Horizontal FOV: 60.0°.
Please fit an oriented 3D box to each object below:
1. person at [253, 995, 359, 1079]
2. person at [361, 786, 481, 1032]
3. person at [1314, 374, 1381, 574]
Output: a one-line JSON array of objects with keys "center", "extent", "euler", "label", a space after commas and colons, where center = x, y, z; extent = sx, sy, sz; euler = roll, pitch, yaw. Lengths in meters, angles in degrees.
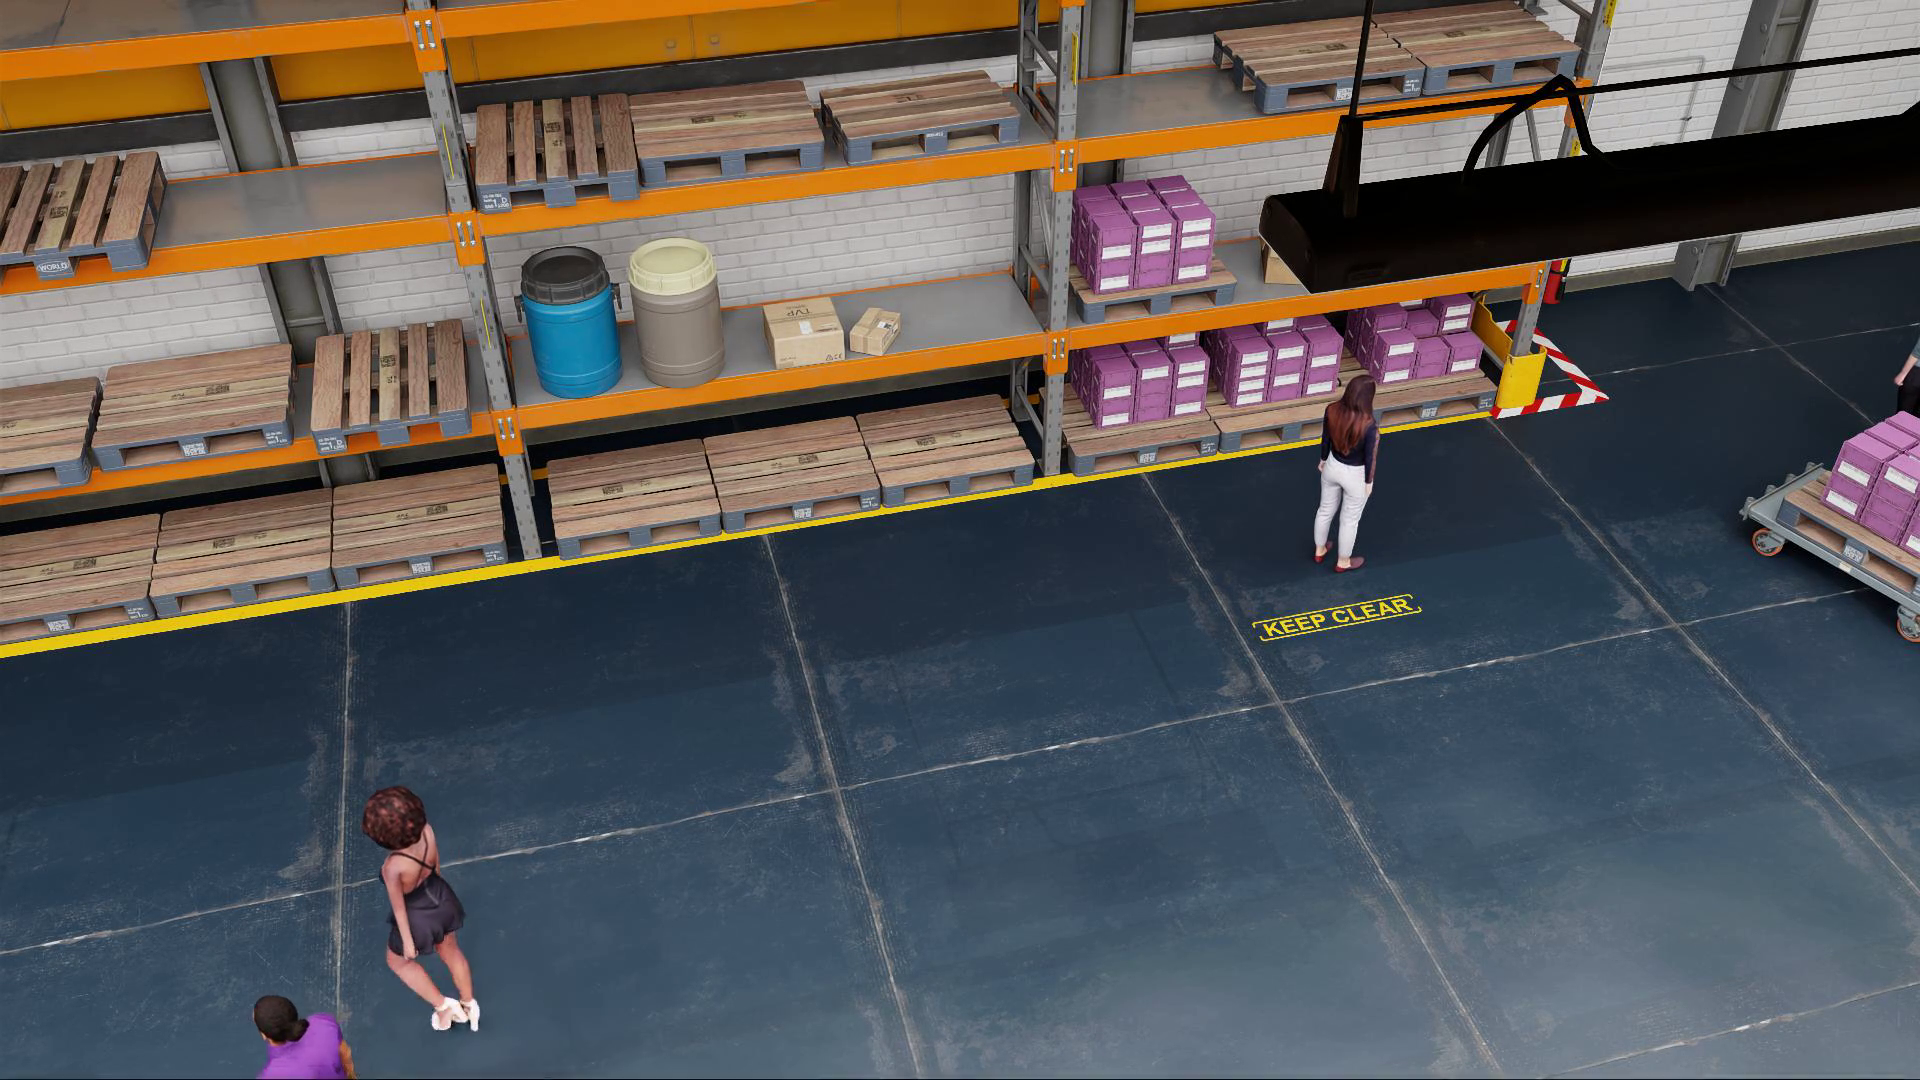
[{"center": [-2.849, 2.700, 7.635], "extent": [1.240, 1.735, 1.122], "euler": [17, 42, 20], "label": "person"}, {"center": [-2.668, 1.965, 8.521], "extent": [0.769, 1.778, 0.719], "euler": [14, 41, 16], "label": "person"}, {"center": [2.734, -0.477, 11.716], "extent": [0.676, 1.607, 0.676], "euler": [-31, 48, -33], "label": "person"}]
